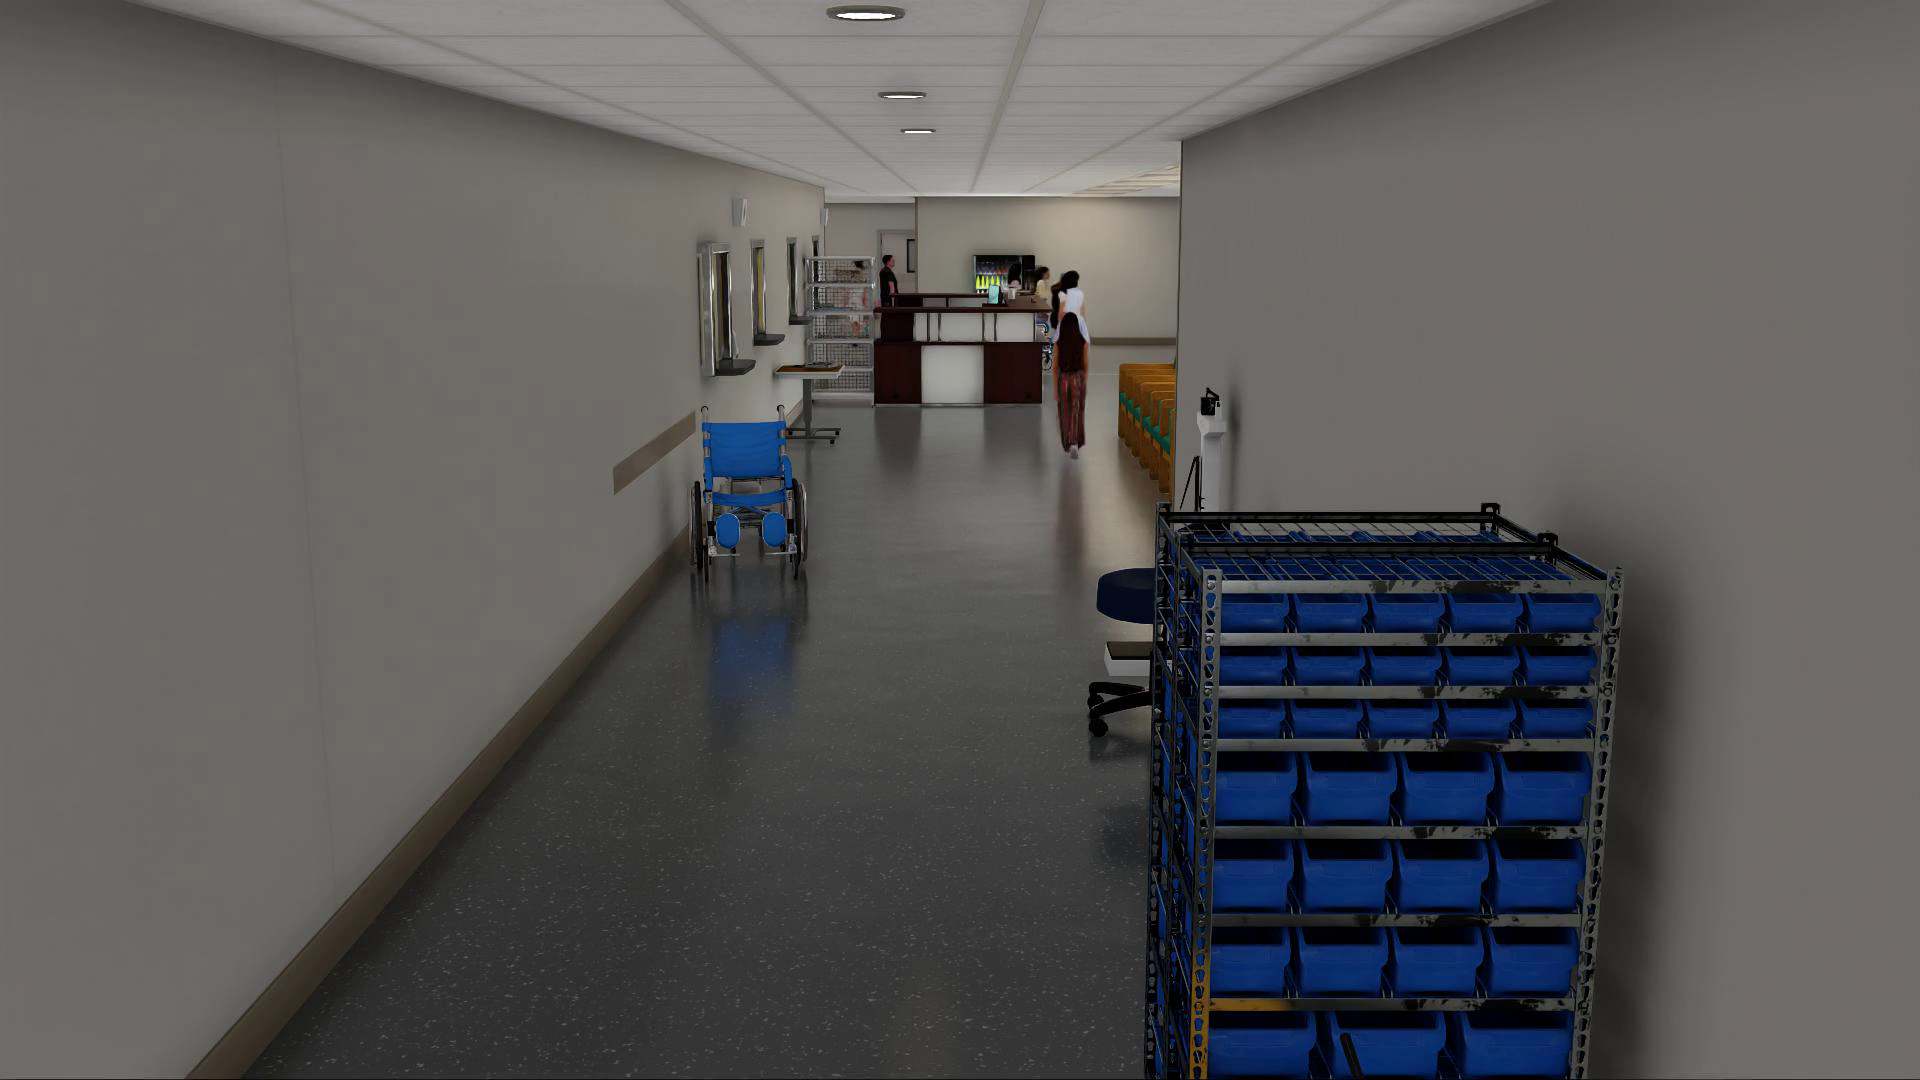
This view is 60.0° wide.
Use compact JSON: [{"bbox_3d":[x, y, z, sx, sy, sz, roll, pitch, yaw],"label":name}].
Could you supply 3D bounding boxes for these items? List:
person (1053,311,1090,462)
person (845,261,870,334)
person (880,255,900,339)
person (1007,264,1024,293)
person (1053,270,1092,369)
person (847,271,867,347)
[{"bbox_3d":[1.169,-1.569,17.215,1.057,1.530,0.646,1,11,5],"label":"person"},{"bbox_3d":[-2.142,-4.998,34.712,1.025,1.744,1.042,-9,14,-38],"label":"person"},{"bbox_3d":[-1.438,-4.806,33.429,0.730,1.845,0.803,-4,11,-20],"label":"person"},{"bbox_3d":[0.879,-3.953,29.220,1.148,1.738,0.696,-1,11,-3],"label":"person"},{"bbox_3d":[1.616,-2.881,23.523,1.174,1.756,0.896,-4,11,-18],"label":"person"},{"bbox_3d":[-2.075,-4.598,33.226,0.986,1.512,0.857,-5,12,-23],"label":"person"}]
